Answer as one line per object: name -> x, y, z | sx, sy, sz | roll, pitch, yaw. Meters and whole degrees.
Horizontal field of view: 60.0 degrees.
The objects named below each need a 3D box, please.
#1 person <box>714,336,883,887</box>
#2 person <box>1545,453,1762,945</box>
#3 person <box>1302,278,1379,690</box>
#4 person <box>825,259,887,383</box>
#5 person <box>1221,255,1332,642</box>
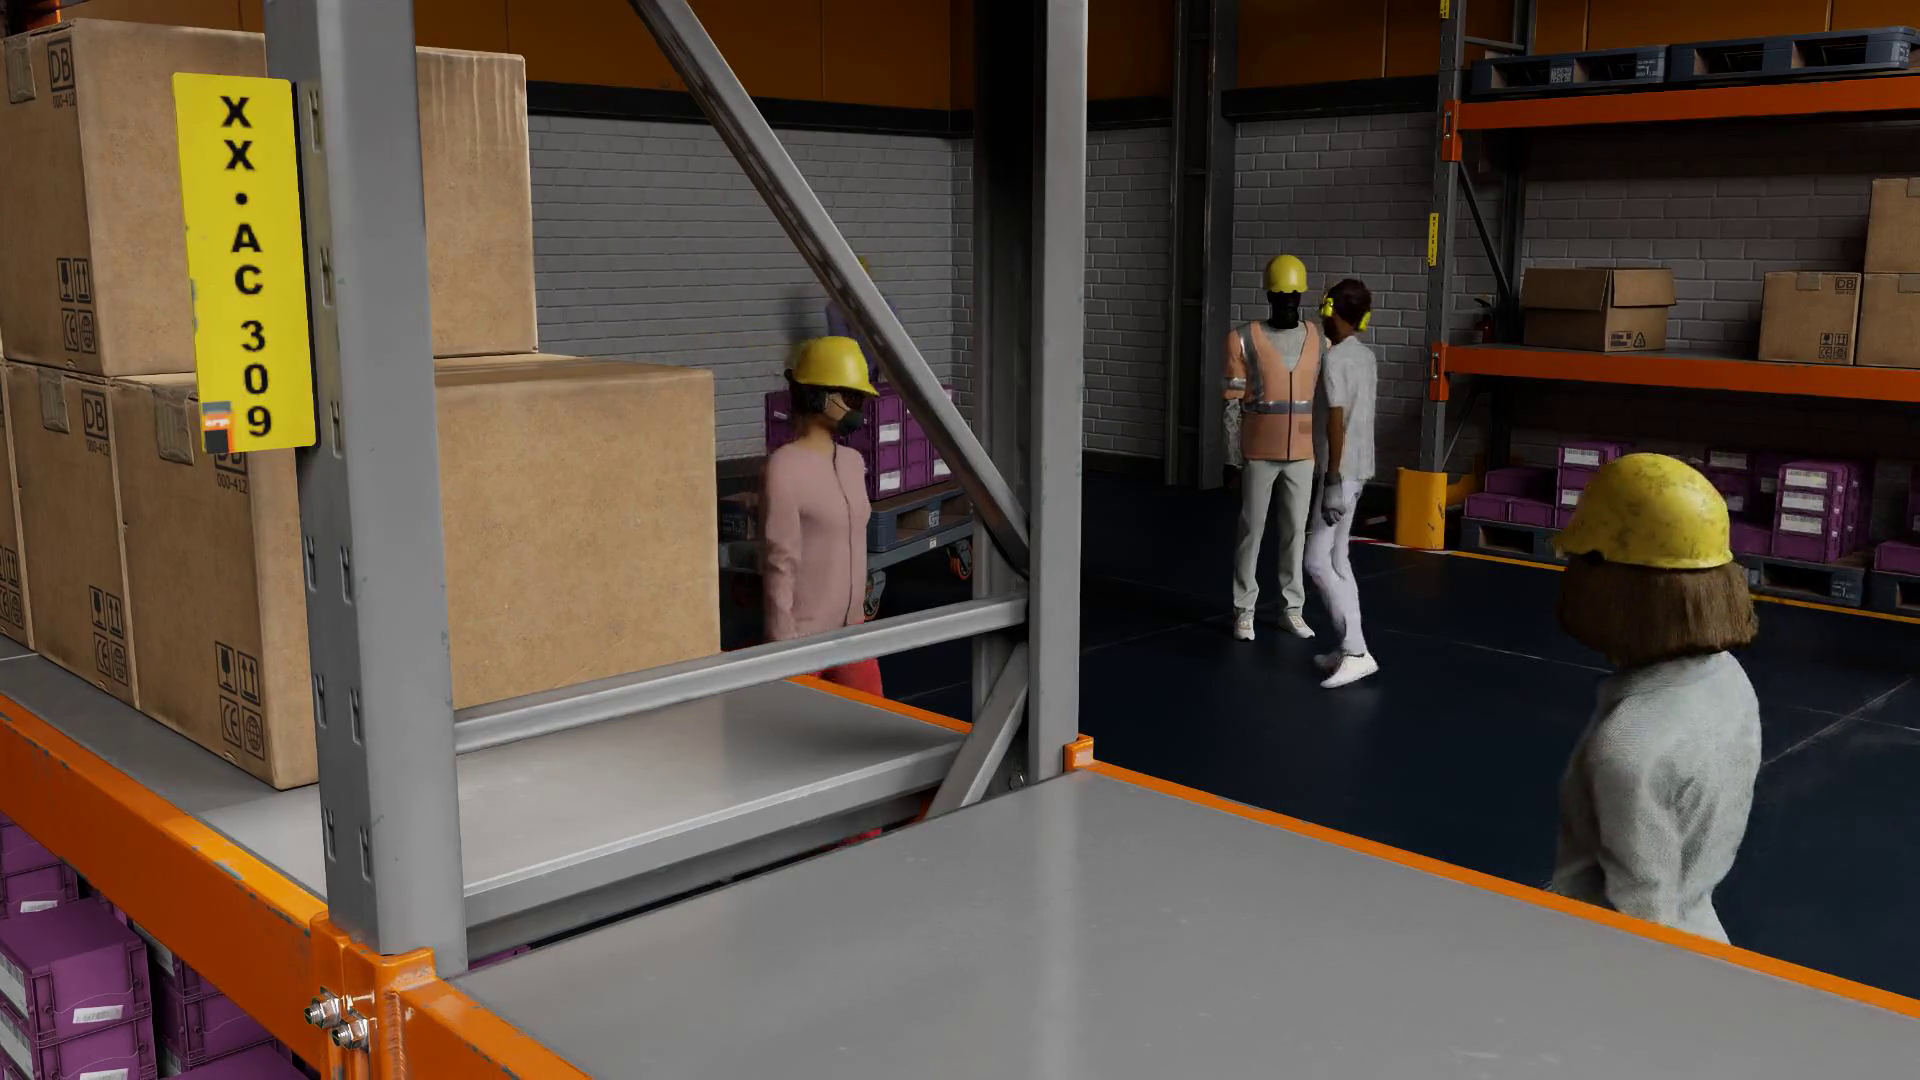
person -> -0.486, 0.261, 4.966 | 0.789, 1.746, 0.527 | 6, 12, 30
person -> 1.087, 0.727, 2.474 | 0.485, 1.715, 0.752 | -10, 15, -44
person -> 1.769, -0.263, 7.569 | 0.456, 1.830, 0.648 | 6, 12, 30
person -> -0.830, -1.373, 13.585 | 0.627, 1.841, 1.029 | 4, 11, 22
person -> 1.595, -0.449, 8.302 | 0.595, 1.925, 0.371 | -2, 11, -9
